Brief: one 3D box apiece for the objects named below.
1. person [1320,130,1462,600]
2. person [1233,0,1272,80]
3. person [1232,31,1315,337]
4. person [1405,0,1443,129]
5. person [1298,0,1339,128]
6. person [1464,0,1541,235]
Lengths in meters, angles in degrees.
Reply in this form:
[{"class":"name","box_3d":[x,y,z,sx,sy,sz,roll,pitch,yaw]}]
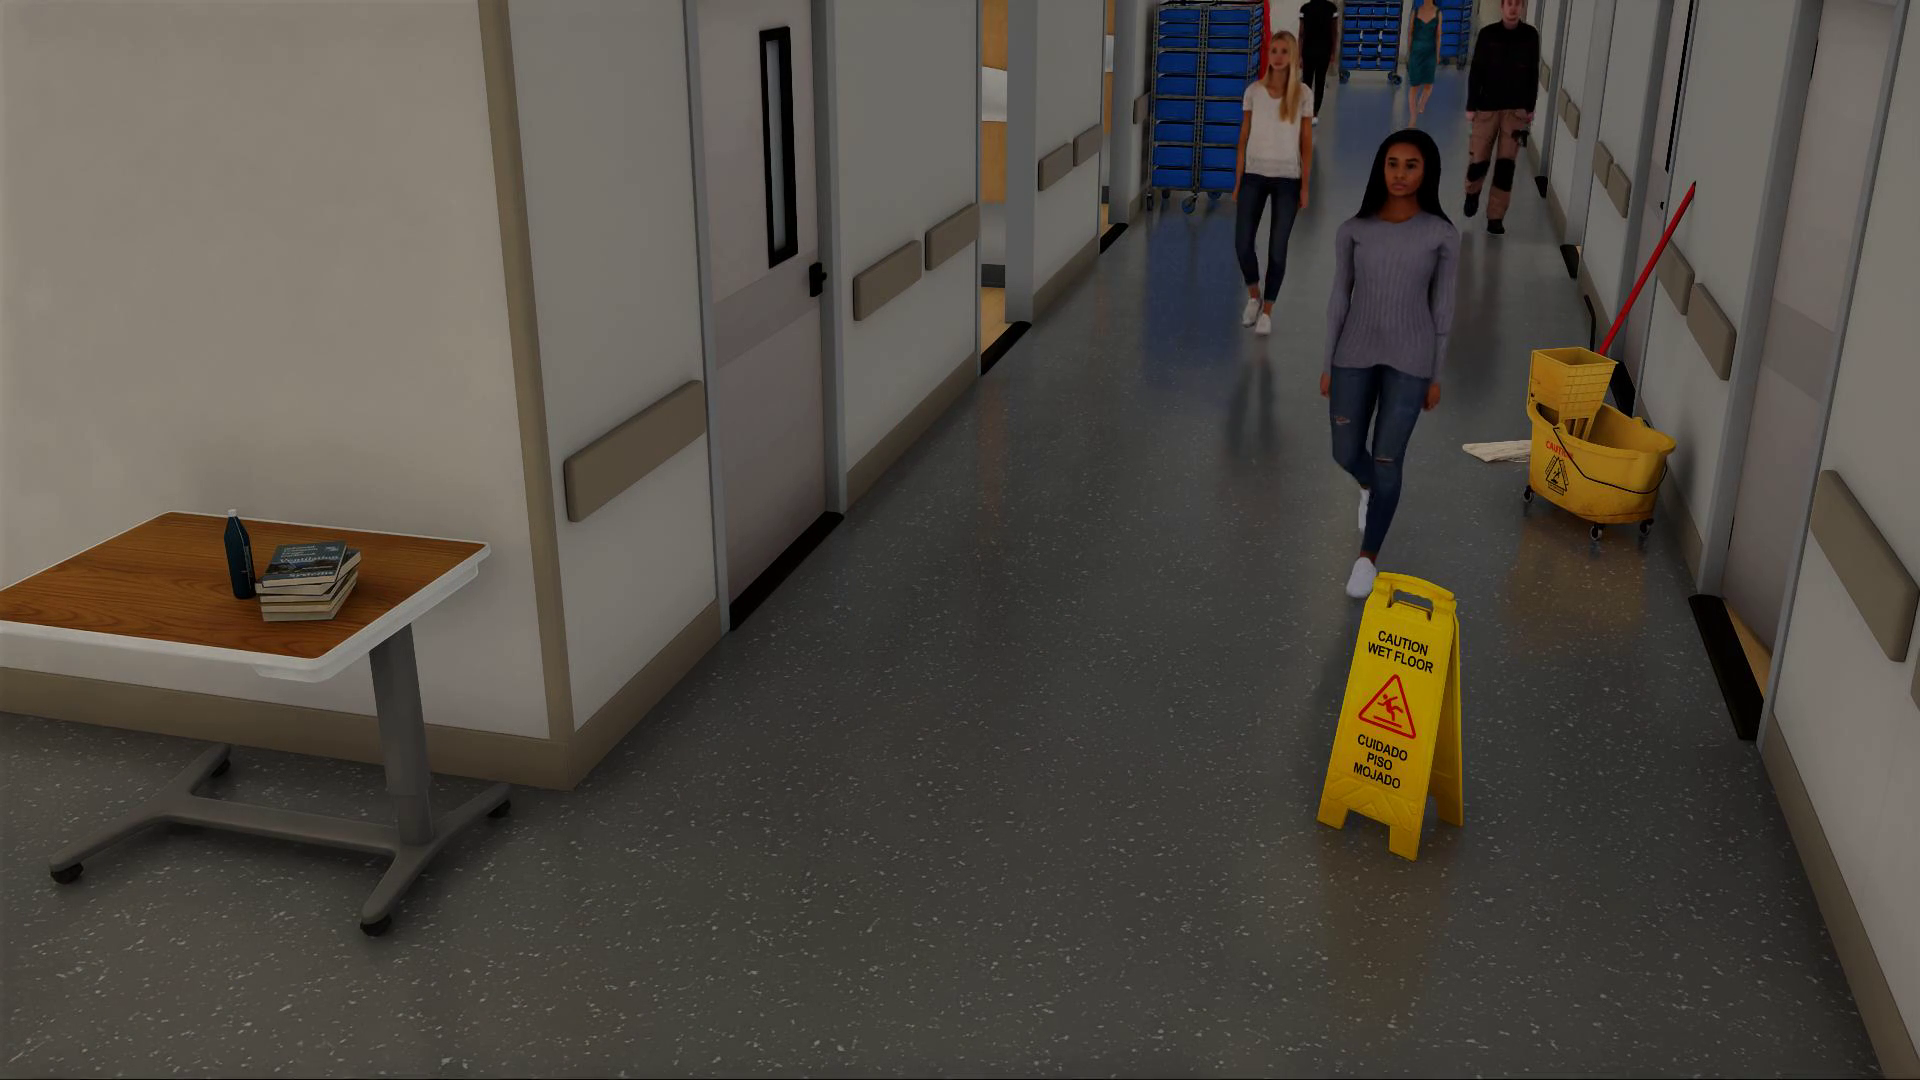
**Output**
[{"class":"person","box_3d":[1.620,-0.671,6.300,0.703,1.720,0.949,9,22,22]},{"class":"person","box_3d":[3.509,-5.849,19.904,0.692,1.767,0.833,6,22,15]},{"class":"person","box_3d":[1.905,-2.156,10.103,0.629,1.802,0.609,7,22,17]},{"class":"person","box_3d":[5.503,-5.759,19.802,0.548,1.671,0.721,7,22,18]},{"class":"person","box_3d":[4.224,-5.708,19.651,0.638,1.683,1.189,4,21,11]},{"class":"person","box_3d":[4.338,-3.446,13.360,0.785,1.909,1.031,2,21,6]}]
